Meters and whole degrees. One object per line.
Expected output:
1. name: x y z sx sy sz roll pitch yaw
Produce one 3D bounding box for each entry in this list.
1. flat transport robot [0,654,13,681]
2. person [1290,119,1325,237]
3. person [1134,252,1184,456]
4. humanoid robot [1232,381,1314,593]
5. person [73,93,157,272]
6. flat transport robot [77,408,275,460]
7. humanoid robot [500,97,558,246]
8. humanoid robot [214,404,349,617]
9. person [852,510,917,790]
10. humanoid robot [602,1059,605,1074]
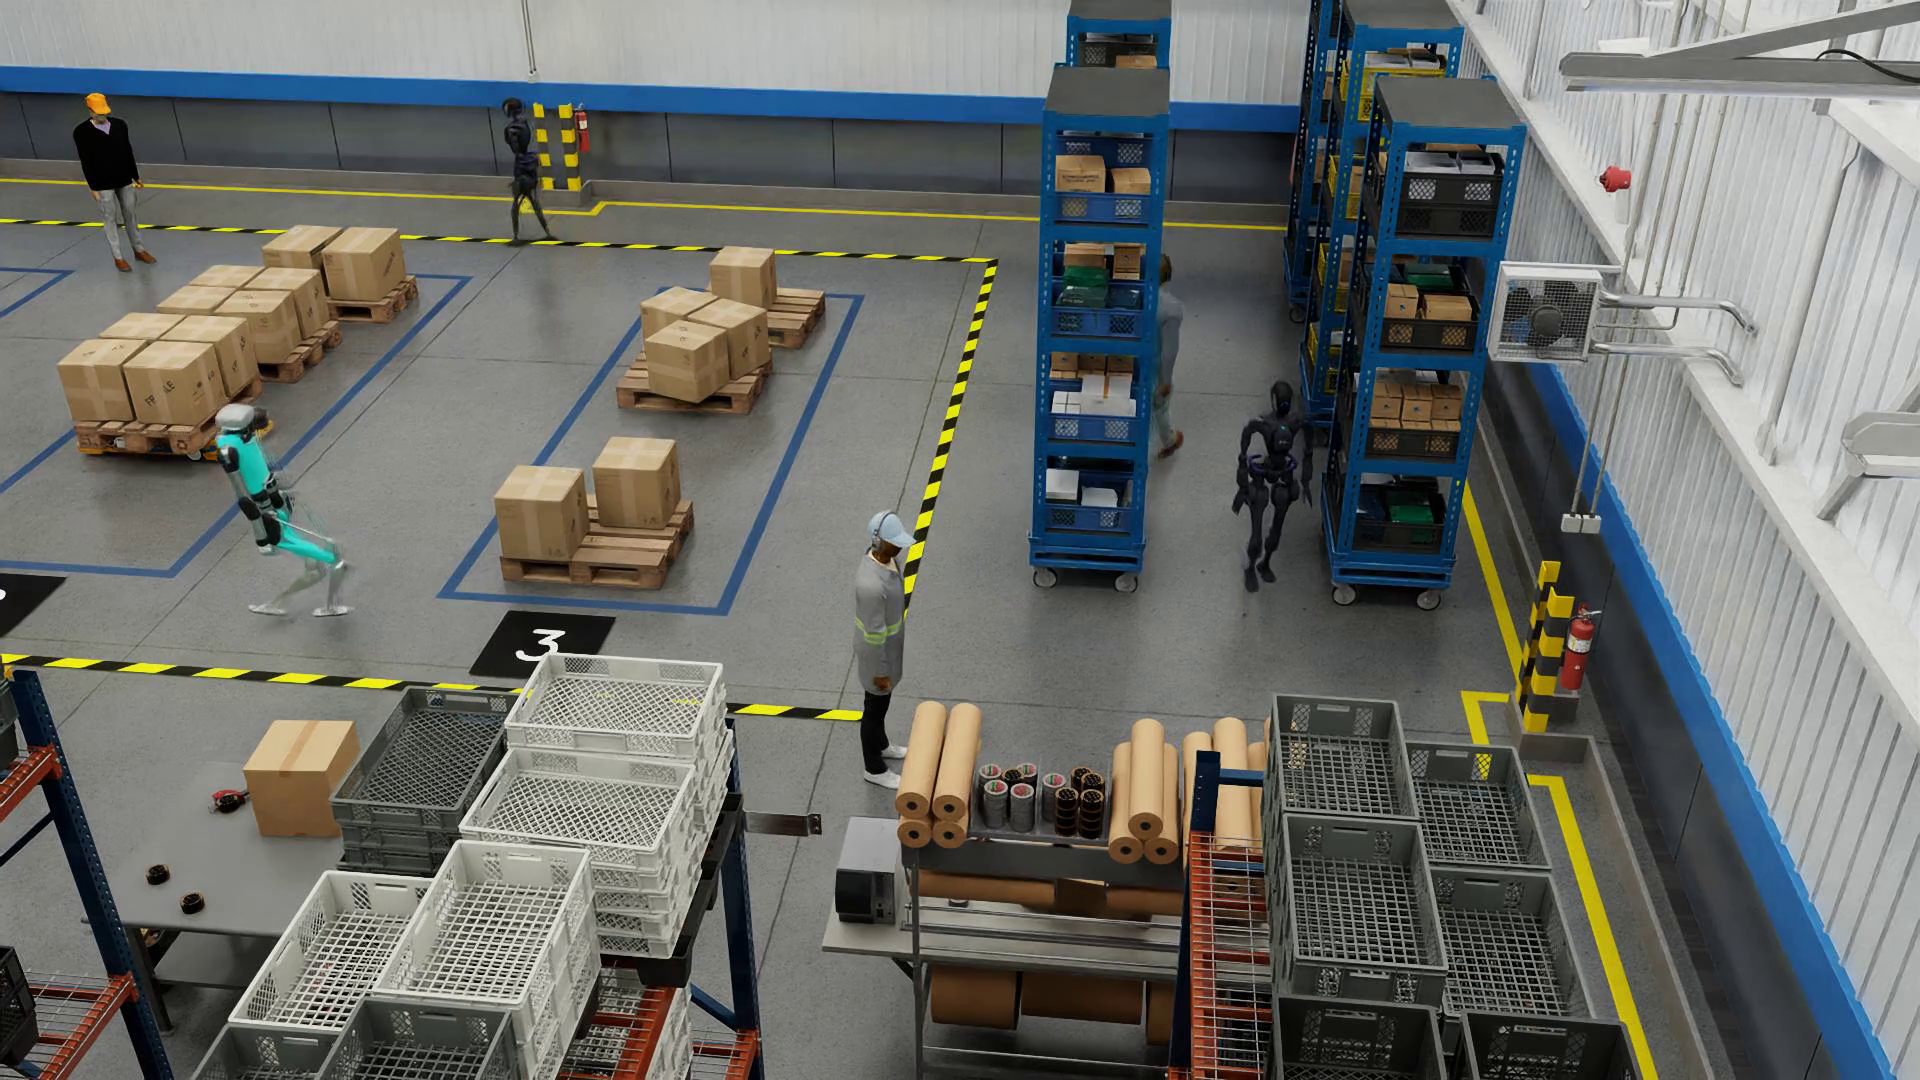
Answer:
1. flat transport robot: -7.142 0.969 11.010 1.431 0.231 0.659 3 30 6
2. person: 3.662 -3.797 17.522 0.369 1.958 0.595 7 31 12
3. person: 1.517 -1.427 13.528 0.638 1.876 1.041 22 37 33
4. humanoid robot: 2.258 -0.406 11.978 0.589 1.643 0.426 -4 30 -7
5. person: -8.945 -3.796 17.595 0.388 1.878 0.585 20 36 30
6. flat transport robot: -6.728 -0.944 14.268 1.431 0.197 0.652 3 30 6
7. humanoid robot: -4.813 -4.024 18.192 0.604 1.639 0.600 -2 30 -3
8. humanoid robot: -4.596 -0.139 11.430 0.969 1.728 0.540 -3 30 -5
9. person: -0.440 0.641 10.002 0.396 1.850 0.587 3 30 5
10. humanoid robot: -1.827 2.128 7.666 0.806 1.630 0.601 -17 34 -26
